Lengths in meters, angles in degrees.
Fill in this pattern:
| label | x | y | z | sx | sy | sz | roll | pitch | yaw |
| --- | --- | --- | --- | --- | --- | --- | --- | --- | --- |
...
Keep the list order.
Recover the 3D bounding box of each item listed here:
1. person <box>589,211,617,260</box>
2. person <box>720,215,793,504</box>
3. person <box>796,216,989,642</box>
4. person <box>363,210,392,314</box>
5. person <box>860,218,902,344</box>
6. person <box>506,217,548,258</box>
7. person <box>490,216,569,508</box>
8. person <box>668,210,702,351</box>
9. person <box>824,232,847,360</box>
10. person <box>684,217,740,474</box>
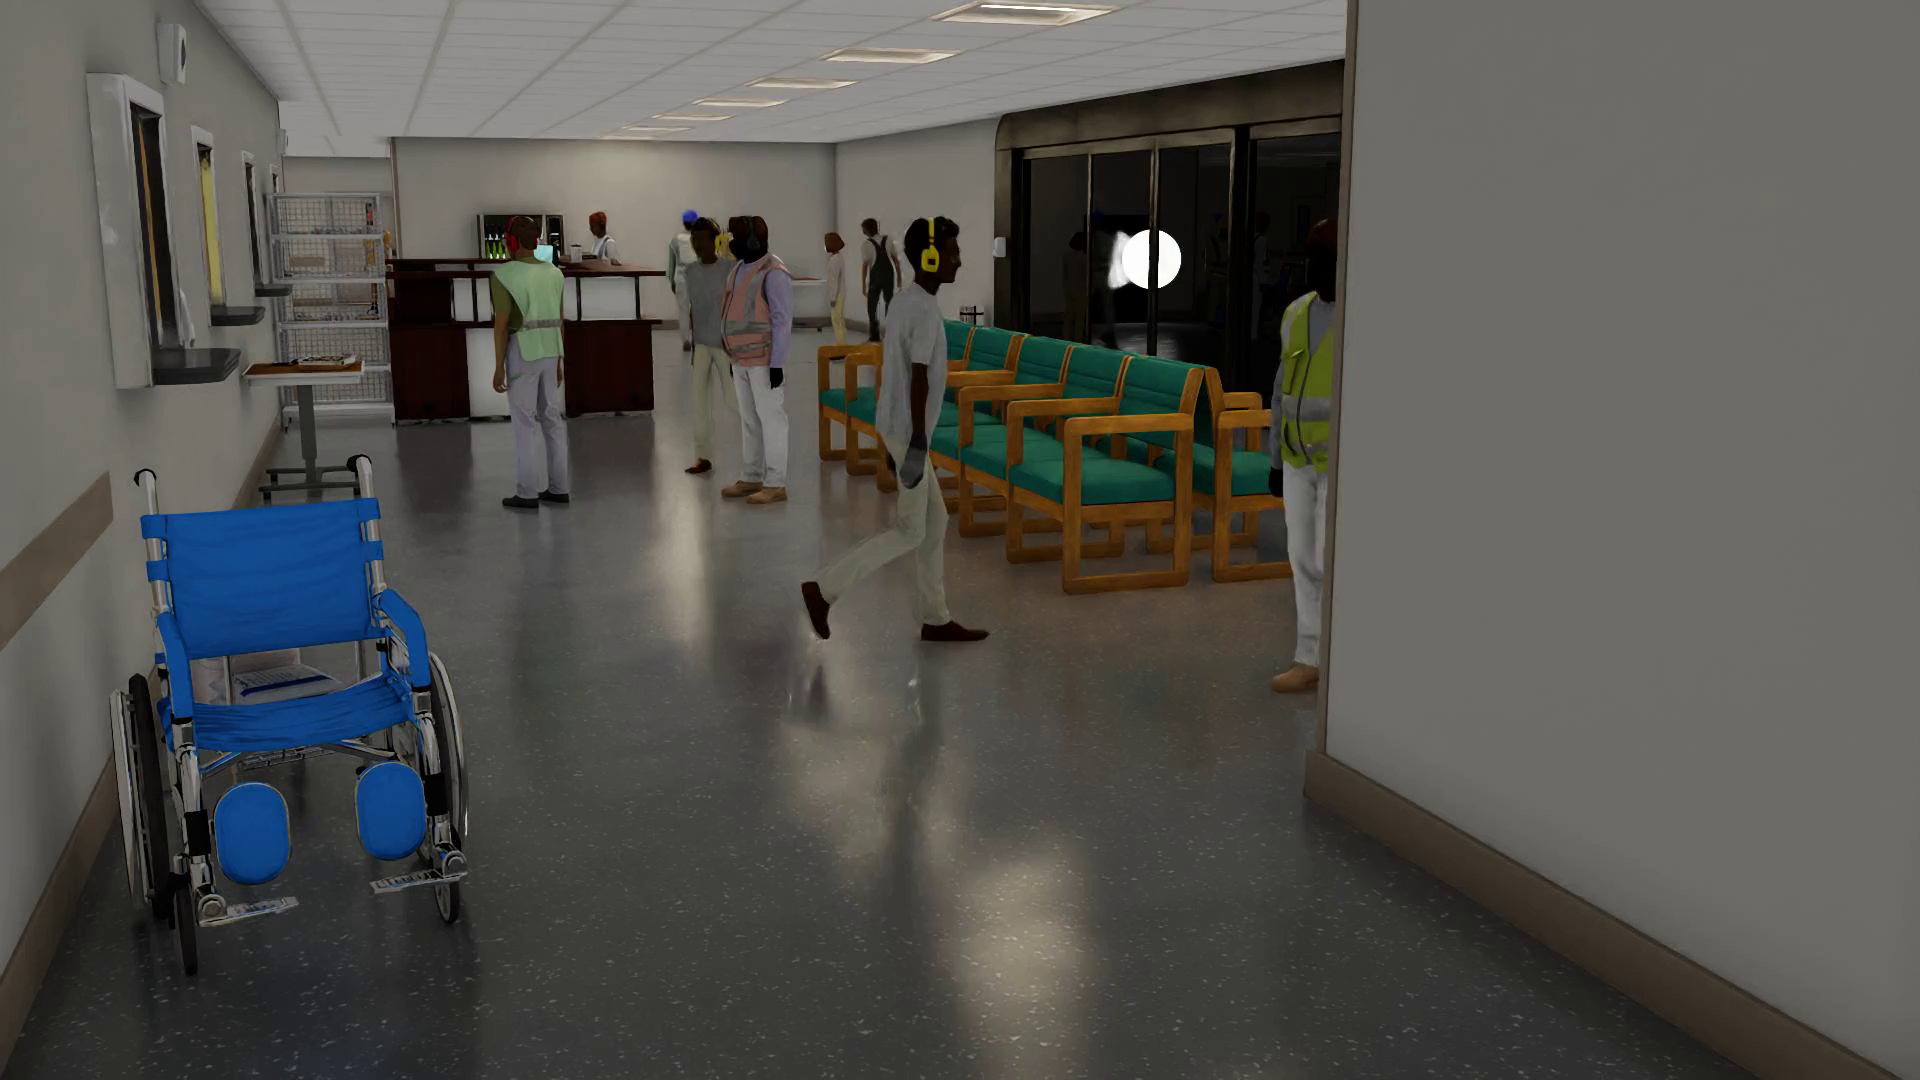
| label | x | y | z | sx | sy | sz | roll | pitch | yaw |
| --- | --- | --- | --- | --- | --- | --- | --- | --- | --- |
| person | -4.414 | -3.111 | 20.604 | 0.359 | 1.887 | 0.573 | -7 | 13 | -31 |
| person | -1.313 | -1.153 | 10.687 | 0.430 | 1.840 | 0.623 | -7 | 13 | -33 |
| person | -0.279 | -0.429 | 6.972 | 0.779 | 1.845 | 0.519 | -3 | 11 | -14 |
| person | -10.992 | -5.233 | 31.361 | 0.552 | 1.936 | 0.359 | 1 | 11 | 5 |
| person | -1.072 | -3.618 | 23.444 | 0.665 | 1.807 | 0.345 | -4 | 12 | -19 |
| person | -5.764 | -3.401 | 22.266 | 0.597 | 1.824 | 0.403 | -3 | 11 | -16 |
| person | -2.696 | -1.116 | 10.514 | 0.387 | 1.837 | 0.560 | 6 | 13 | 29 |
| person | -3.699 | -3.583 | 22.979 | 0.639 | 1.896 | 0.965 | 0 | 11 | 2 |
| person | -1.590 | -3.108 | 21.275 | 0.285 | 1.628 | 0.504 | 1 | 11 | 3 |
| person | -1.724 | -1.424 | 12.107 | 0.537 | 1.837 | 0.842 | 5 | 12 | 24 |
